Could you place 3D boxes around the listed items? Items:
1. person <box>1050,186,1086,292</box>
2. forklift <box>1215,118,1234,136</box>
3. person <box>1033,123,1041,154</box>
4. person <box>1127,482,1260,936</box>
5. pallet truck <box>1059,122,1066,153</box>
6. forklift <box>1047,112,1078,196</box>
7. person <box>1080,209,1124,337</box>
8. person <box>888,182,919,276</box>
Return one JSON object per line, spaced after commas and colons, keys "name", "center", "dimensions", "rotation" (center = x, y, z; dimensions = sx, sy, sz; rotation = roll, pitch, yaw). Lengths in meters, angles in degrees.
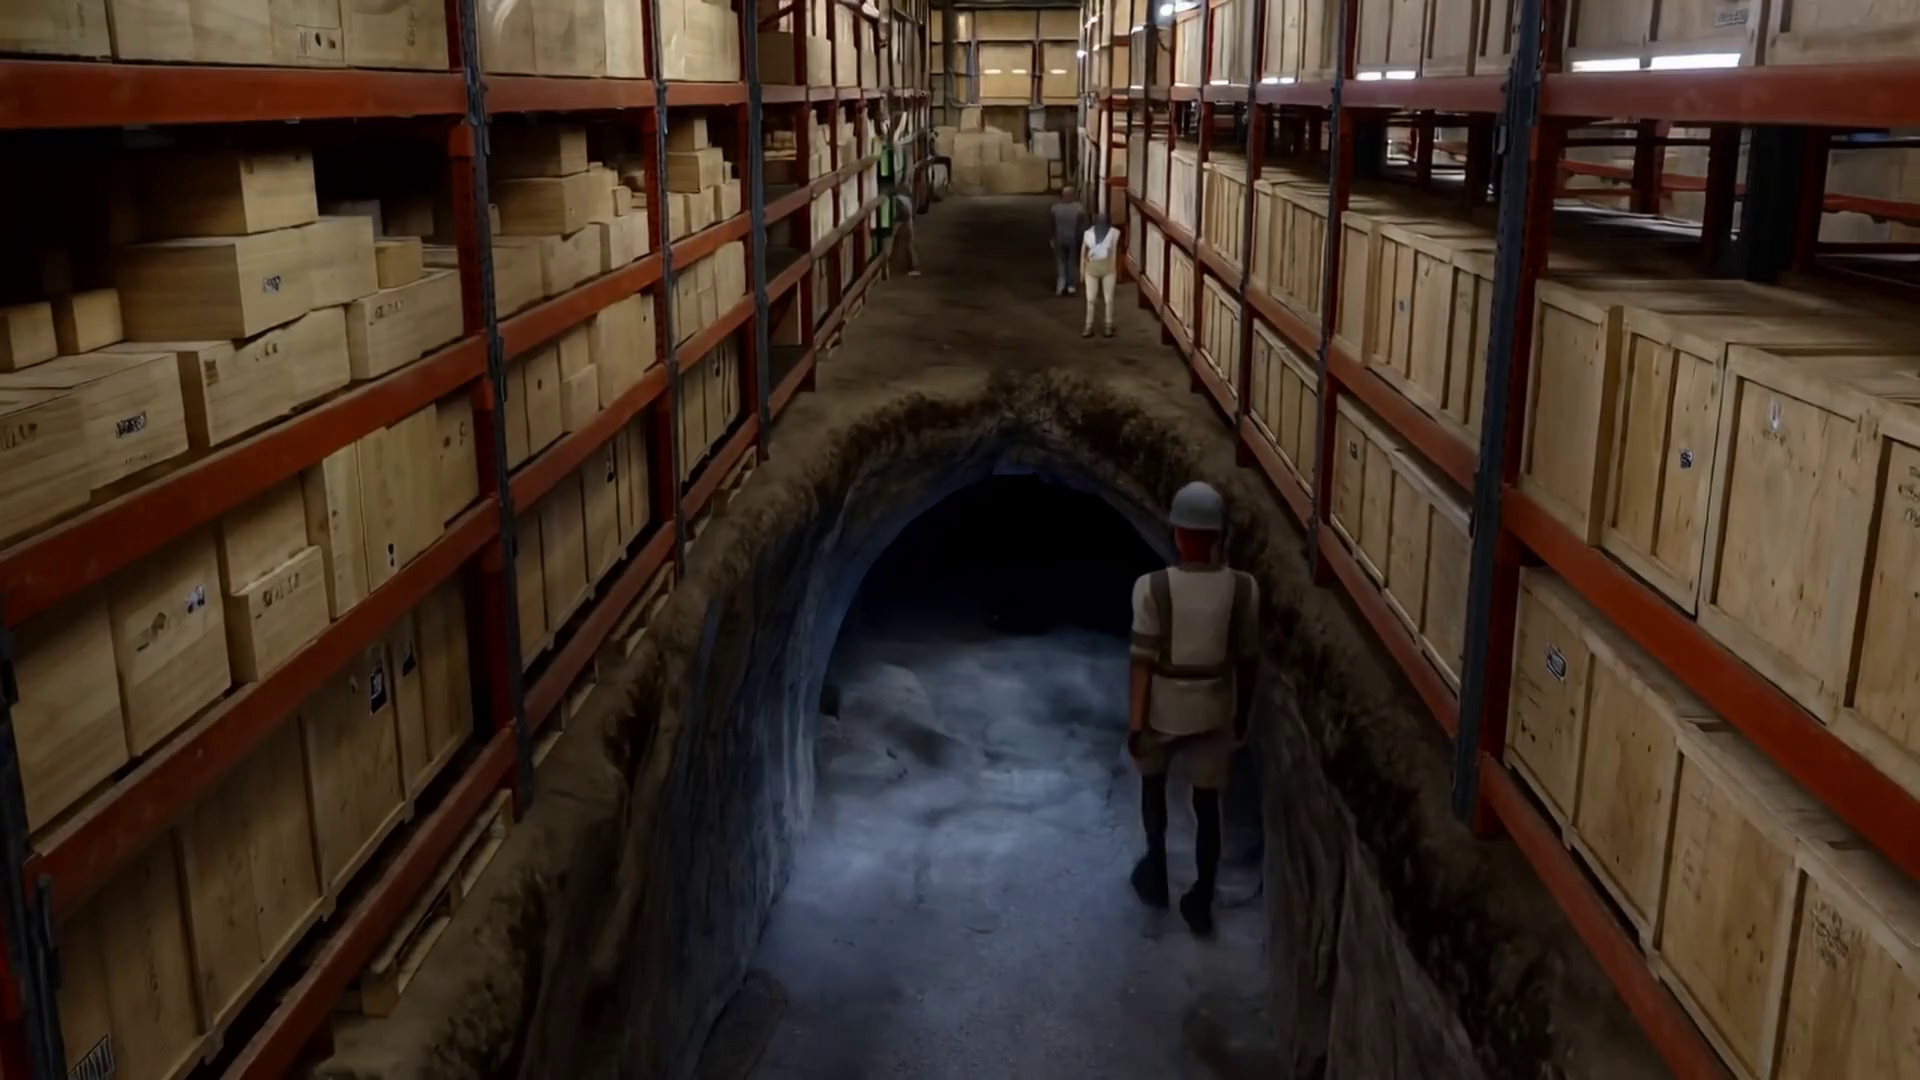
{"name": "person", "center": [1.912, -5.336, 29.542], "dimensions": [0.646, 1.878, 0.802], "rotation": [1, 15, 5]}
{"name": "forklift", "center": [6.960, -9.658, 43.725], "dimensions": [1.873, 2.768, 1.129], "rotation": [8, 17, 27]}
{"name": "person", "center": [4.075, -20.995, 87.738], "dimensions": [0.606, 1.917, 0.416], "rotation": [14, 21, 43]}
{"name": "person", "center": [0.962, 0.683, 7.082], "dimensions": [0.566, 1.909, 0.730], "rotation": [-2, 15, -6]}
{"name": "pallet truck", "center": [5.788, -21.111, 88.014], "dimensions": [1.885, 1.965, 0.823], "rotation": [5, 16, 18]}
{"name": "forklift", "center": [3.892, -13.160, 56.755], "dimensions": [1.873, 2.768, 1.129], "rotation": [0, 15, 0]}
{"name": "person", "center": [2.047, -3.884, 24.213], "dimensions": [0.627, 1.844, 0.429], "rotation": [5, 16, 18]}
{"name": "person", "center": [-1.221, -5.984, 32.108], "dimensions": [0.909, 1.799, 0.566], "rotation": [-1, 15, -2]}
